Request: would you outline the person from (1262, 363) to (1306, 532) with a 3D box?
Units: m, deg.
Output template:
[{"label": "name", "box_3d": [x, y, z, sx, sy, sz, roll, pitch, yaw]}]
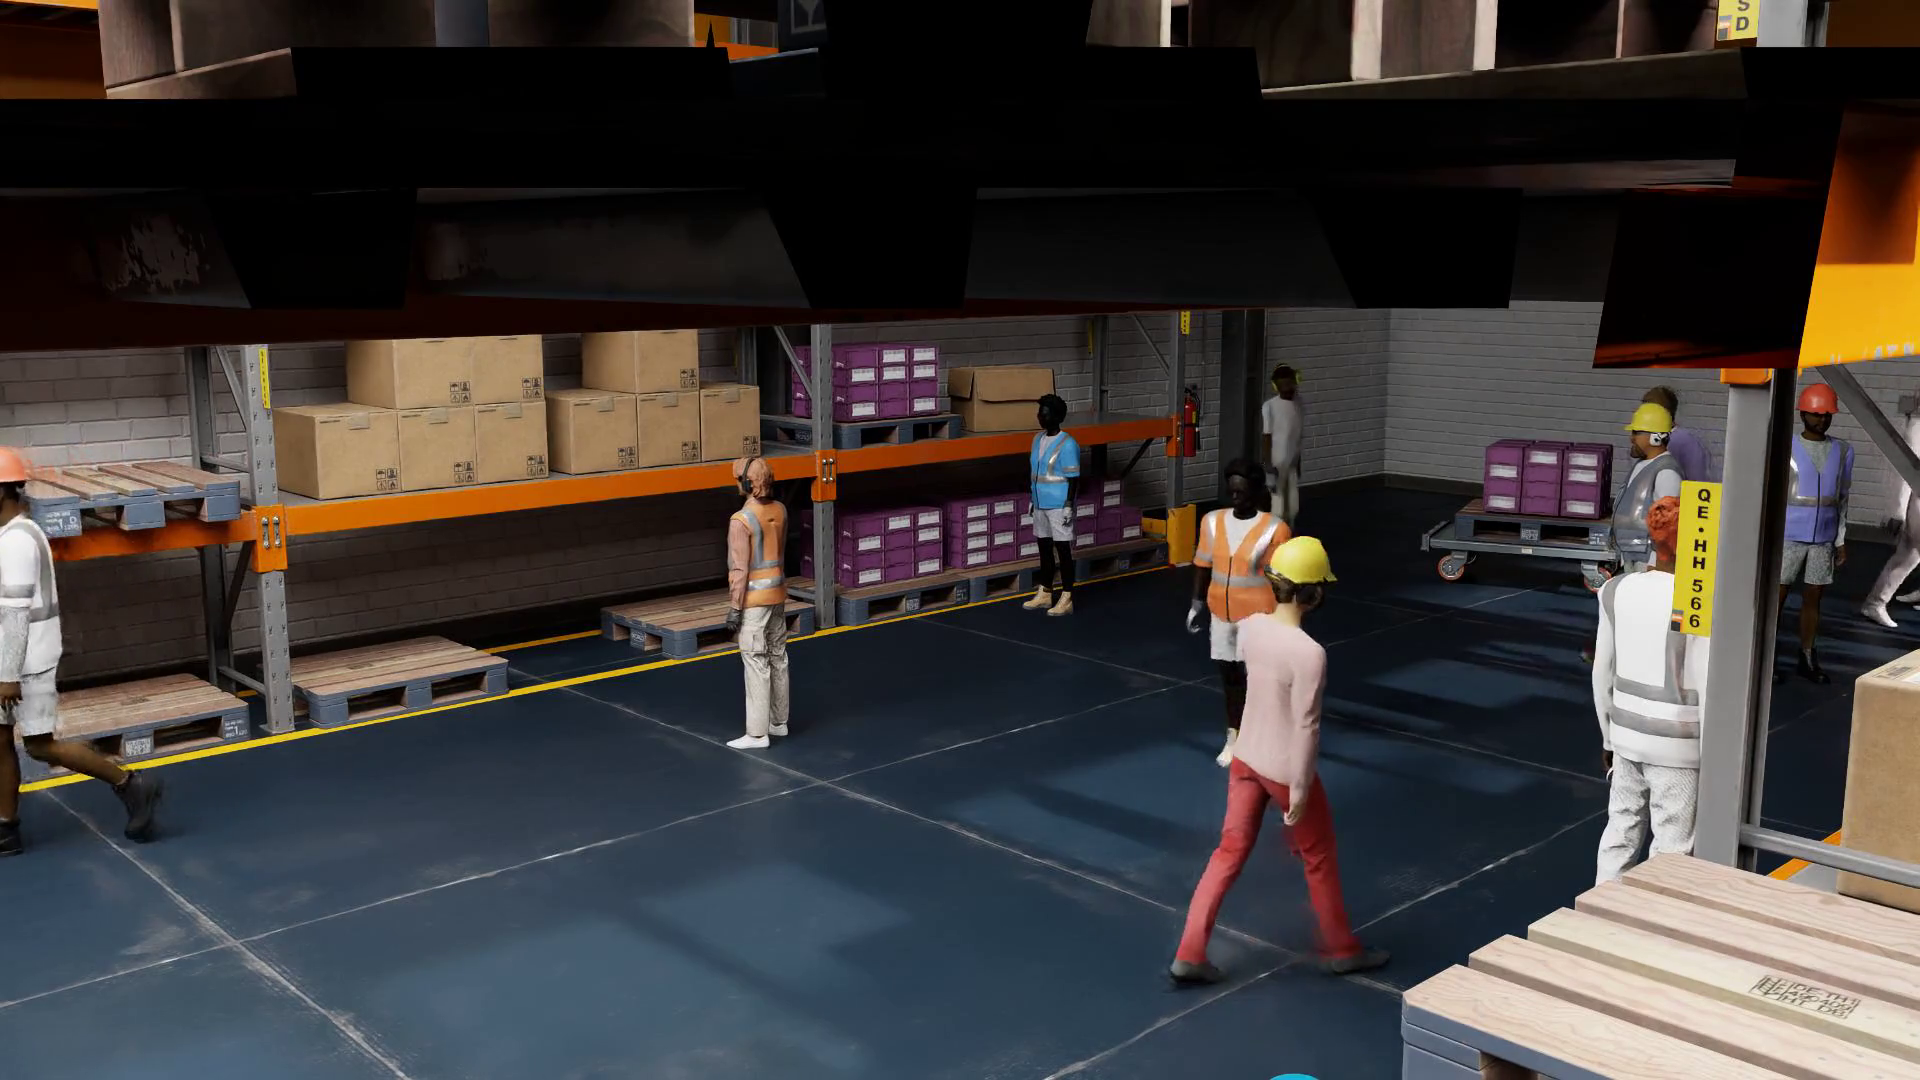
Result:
[{"label": "person", "box_3d": [2.839, -0.631, 14.465, 0.667, 1.828, 0.447, -8, 12, -38]}]

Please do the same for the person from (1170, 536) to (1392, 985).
[{"label": "person", "box_3d": [1.195, 0.834, 6.205, 0.899, 1.722, 0.529, -5, 11, -25]}]

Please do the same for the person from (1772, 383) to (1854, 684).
[{"label": "person", "box_3d": [5.420, -0.037, 10.656, 0.544, 1.939, 0.354, 0, 10, 2]}]

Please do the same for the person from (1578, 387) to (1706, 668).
[{"label": "person", "box_3d": [4.451, -0.044, 10.823, 0.972, 1.888, 0.635, -2, 10, -11]}]

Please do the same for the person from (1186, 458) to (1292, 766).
[{"label": "person", "box_3d": [1.490, 0.400, 8.854, 0.546, 1.686, 0.396, 8, 13, 40]}]

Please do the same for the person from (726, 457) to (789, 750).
[{"label": "person", "box_3d": [-1.123, 0.350, 9.264, 0.308, 1.640, 0.510, 4, 11, 23]}]

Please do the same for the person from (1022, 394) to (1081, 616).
[{"label": "person", "box_3d": [0.701, -0.270, 12.728, 0.315, 1.696, 0.541, -7, 12, -34]}]

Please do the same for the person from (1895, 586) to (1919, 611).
[{"label": "person", "box_3d": [7.574, -0.398, 12.862, 0.409, 1.908, 0.639, 2, 10, 12]}]

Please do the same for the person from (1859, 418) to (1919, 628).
[{"label": "person", "box_3d": [7.009, -0.213, 11.976, 0.650, 1.844, 1.040, -6, 11, -31]}]

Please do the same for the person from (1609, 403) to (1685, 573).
[{"label": "person", "box_3d": [4.262, 0.065, 10.365, 0.404, 1.833, 0.592, 1, 10, 5]}]

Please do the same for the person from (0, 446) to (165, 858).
[{"label": "person", "box_3d": [-4.165, 0.512, 7.544, 0.822, 1.912, 0.553, -6, 12, -34]}]

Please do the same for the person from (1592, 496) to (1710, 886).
[{"label": "person", "box_3d": [2.563, 0.773, 6.078, 0.354, 1.883, 0.572, -4, 11, -24]}]
